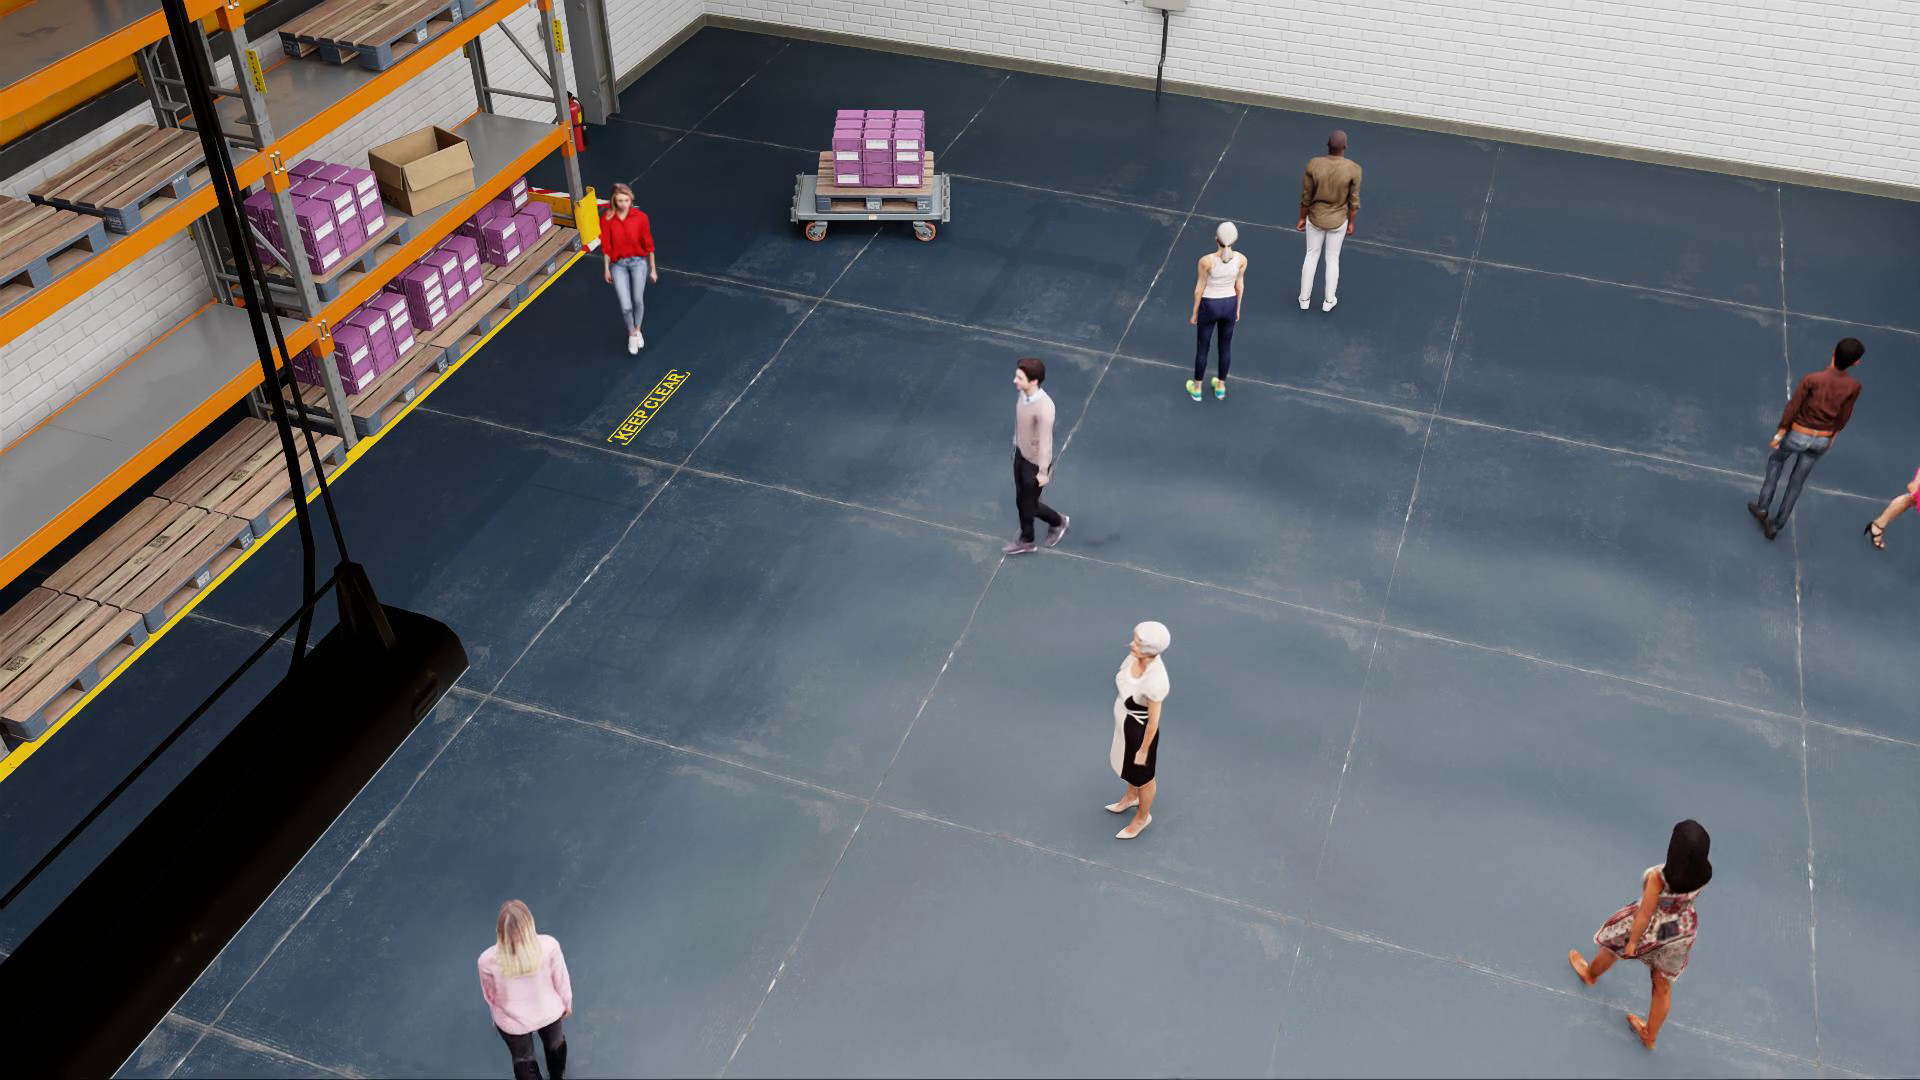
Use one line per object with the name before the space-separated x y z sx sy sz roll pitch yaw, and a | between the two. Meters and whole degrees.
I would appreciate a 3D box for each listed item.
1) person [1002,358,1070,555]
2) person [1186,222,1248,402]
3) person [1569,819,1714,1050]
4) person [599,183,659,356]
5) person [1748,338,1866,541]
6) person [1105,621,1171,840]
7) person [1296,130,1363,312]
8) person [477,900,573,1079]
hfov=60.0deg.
person | 0.624 -0.627 12.813 0.922 1.795 0.866 -15 41 -18
person | 2.262 -1.998 14.604 0.684 1.703 0.696 -6 39 -8
person | 3.971 2.261 9.340 0.955 1.616 1.066 -10 40 -12
person | -3.054 -2.546 15.299 0.764 1.690 0.803 -10 40 -12
person | 6.633 -0.729 12.973 0.740 1.753 0.733 5 39 6
person | 1.147 1.198 10.558 0.761 1.756 0.642 -6 39 -8
person | 3.482 -3.022 15.787 0.722 1.825 0.579 11 40 13
person | -2.288 2.579 8.899 0.934 1.669 1.016 -13 41 -16
